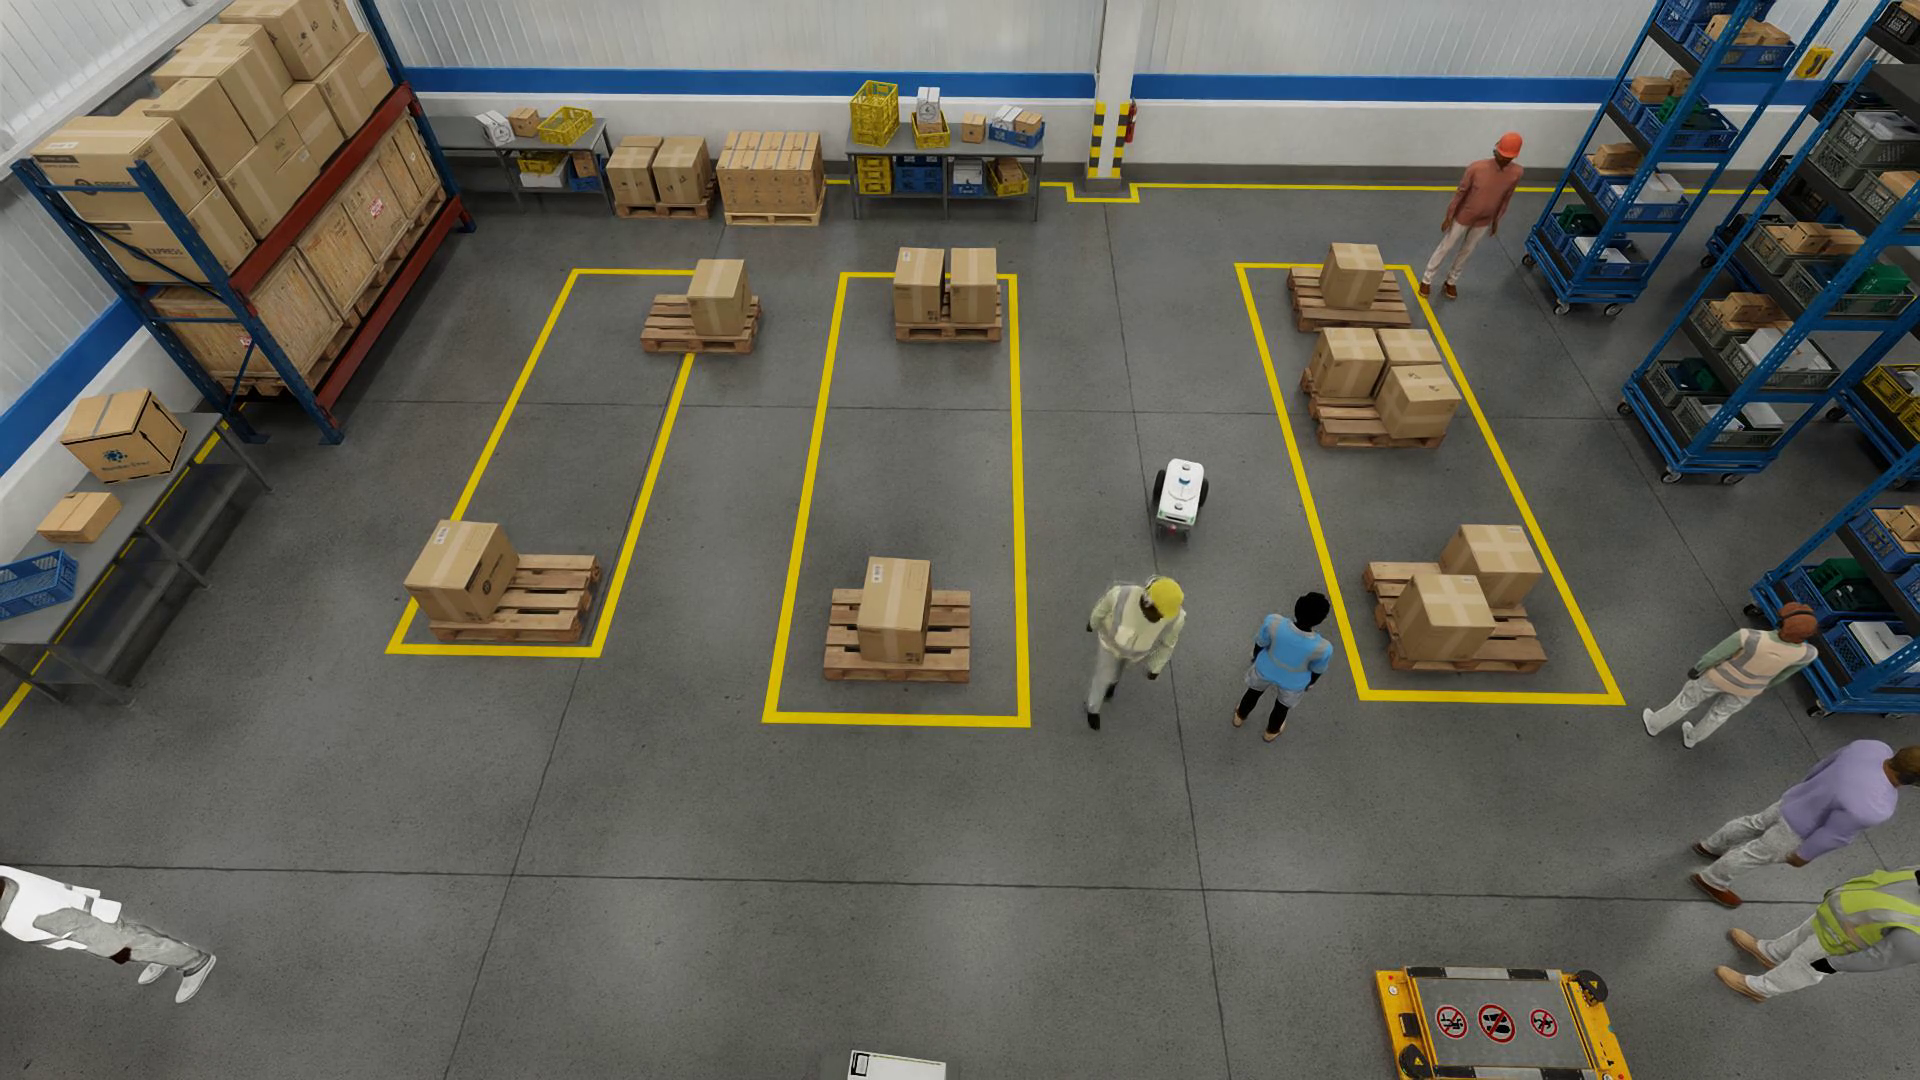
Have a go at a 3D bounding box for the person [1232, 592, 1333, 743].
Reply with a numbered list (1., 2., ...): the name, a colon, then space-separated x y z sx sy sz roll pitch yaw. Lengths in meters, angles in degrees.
1. person: 2.383 0.958 6.775 0.531 1.693 0.320 29 57 22

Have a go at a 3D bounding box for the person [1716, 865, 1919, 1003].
1. person: 5.364 2.353 5.543 0.429 1.842 0.634 37 60 26

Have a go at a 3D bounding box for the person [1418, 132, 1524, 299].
1. person: 5.783 -3.619 10.315 0.622 1.992 0.397 5 51 4

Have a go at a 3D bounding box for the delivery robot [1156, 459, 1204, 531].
1. delivery robot: 2.066 -0.429 8.578 0.477 0.478 0.707 13 52 10

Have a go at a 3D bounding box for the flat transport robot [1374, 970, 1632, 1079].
1. flat transport robot: 3.501 3.133 5.914 1.431 0.197 0.652 1 51 1

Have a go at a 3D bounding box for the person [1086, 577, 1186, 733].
1. person: 1.258 0.820 6.836 0.661 1.772 0.693 9 51 7

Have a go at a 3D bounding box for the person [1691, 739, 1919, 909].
1. person: 5.484 1.807 5.927 0.352 1.937 0.635 27 56 20

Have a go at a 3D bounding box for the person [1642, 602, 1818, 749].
1. person: 5.687 1.025 6.762 0.517 1.633 0.312 18 53 14

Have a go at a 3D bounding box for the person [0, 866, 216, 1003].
1. person: -5.272 2.326 5.517 0.597 1.916 0.371 17 53 14
